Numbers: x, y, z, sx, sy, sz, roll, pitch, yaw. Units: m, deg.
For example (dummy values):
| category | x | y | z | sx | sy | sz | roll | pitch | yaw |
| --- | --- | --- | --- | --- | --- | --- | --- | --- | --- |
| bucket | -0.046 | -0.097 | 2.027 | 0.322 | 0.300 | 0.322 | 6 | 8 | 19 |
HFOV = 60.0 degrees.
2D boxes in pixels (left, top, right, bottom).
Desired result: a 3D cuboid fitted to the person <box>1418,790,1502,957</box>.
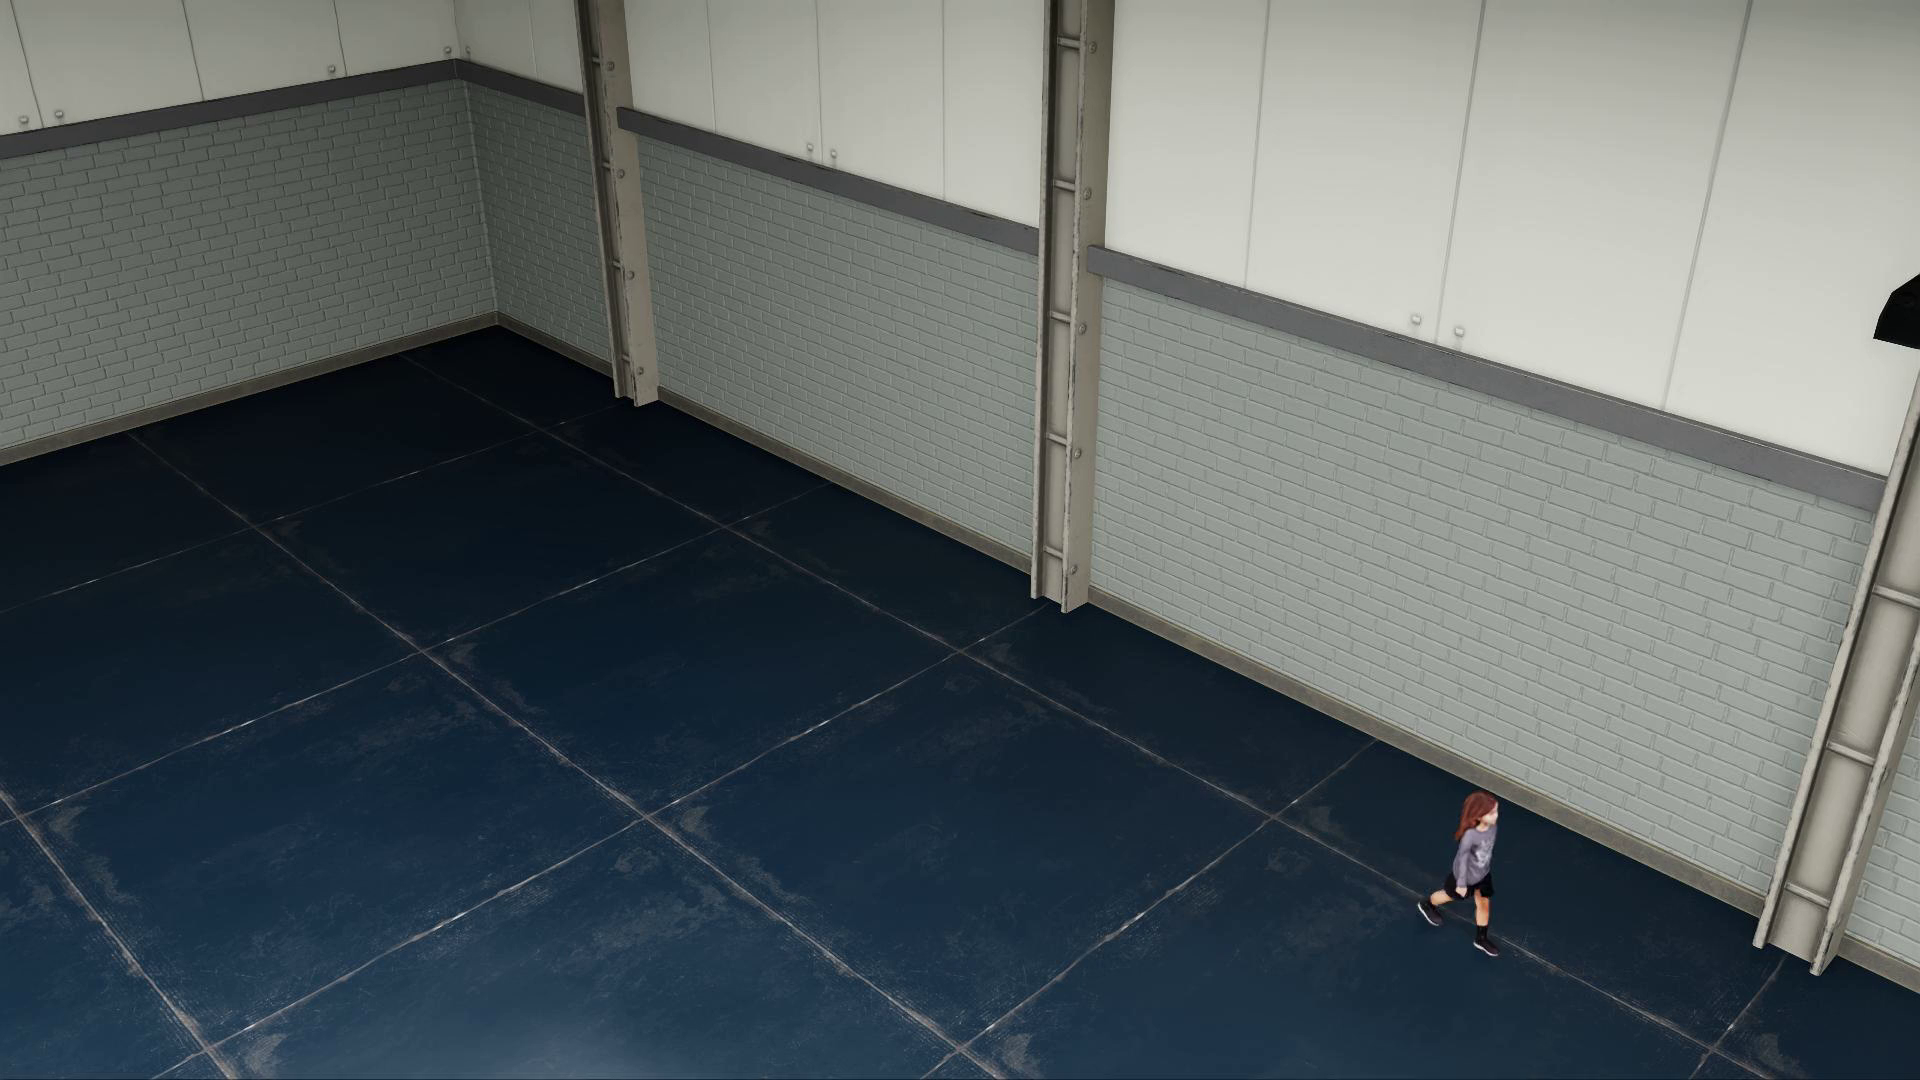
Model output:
| category | x | y | z | sx | sy | sz | roll | pitch | yaw |
| --- | --- | --- | --- | --- | --- | --- | --- | --- | --- |
| person | 3.014 | 1.944 | 9.955 | 0.537 | 1.080 | 0.810 | -21 | 34 | -33 |
